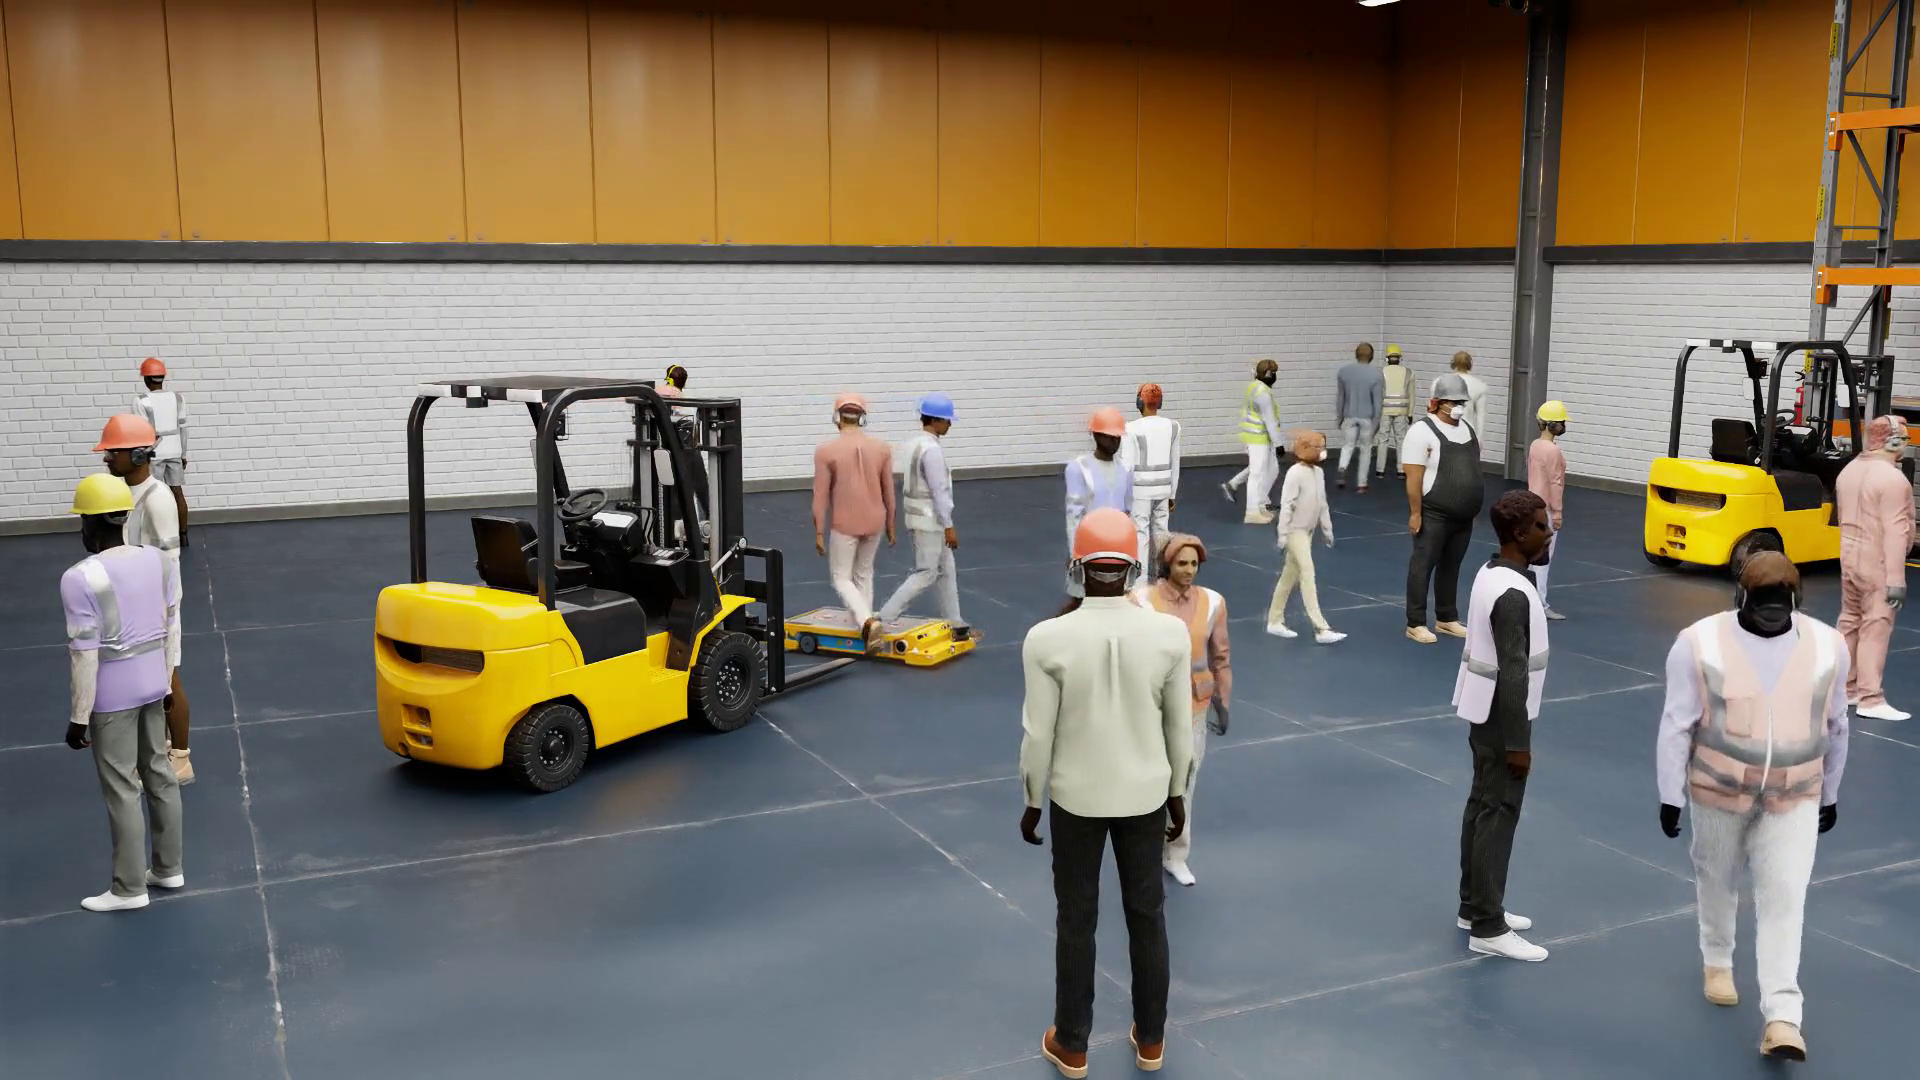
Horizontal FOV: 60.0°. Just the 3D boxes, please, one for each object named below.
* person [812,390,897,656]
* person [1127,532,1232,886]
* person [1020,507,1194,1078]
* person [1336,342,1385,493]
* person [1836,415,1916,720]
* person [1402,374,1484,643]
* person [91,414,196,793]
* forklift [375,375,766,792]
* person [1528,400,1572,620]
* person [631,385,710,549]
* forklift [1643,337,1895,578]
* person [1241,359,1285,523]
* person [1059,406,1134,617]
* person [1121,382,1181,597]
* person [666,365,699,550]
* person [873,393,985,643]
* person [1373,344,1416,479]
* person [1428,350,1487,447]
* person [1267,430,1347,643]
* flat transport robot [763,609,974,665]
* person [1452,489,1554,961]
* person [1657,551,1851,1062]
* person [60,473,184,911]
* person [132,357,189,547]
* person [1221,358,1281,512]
[{"bbox_3d":[-0.726,-0.093,11.956,0.673,1.945,0.742,-5,10,-28],"label":"person"},{"bbox_3d":[0.979,0.771,7.559,0.544,1.623,0.373,-3,10,-17],"label":"person"},{"bbox_3d":[0.505,0.877,5.783,0.608,1.996,0.380,-1,9,-8],"label":"person"},{"bbox_3d":[4.994,-1.521,20.871,0.632,1.926,0.622,6,11,33],"label":"person"},{"bbox_3d":[5.777,0.164,10.485,0.405,1.909,0.647,0,9,1],"label":"person"},{"bbox_3d":[3.696,-0.244,12.597,0.688,2.000,0.536,-6,11,-31],"label":"person"},{"bbox_3d":[-4.411,0.338,8.979,0.607,2.044,0.379,9,13,43],"label":"person"},{"bbox_3d":[-2.268,0.149,9.685,1.214,2.155,2.313,6,11,32],"label":"forklift"},{"bbox_3d":[4.741,-0.243,13.444,0.310,1.769,0.525,0,9,-1],"label":"person"},{"bbox_3d":[-2.197,-0.193,12.580,0.634,1.950,1.020,6,11,34],"label":"person"},{"bbox_3d":[7.551,-0.789,15.507,2.313,2.155,1.214,-4,10,-25],"label":"forklift"},{"bbox_3d":[3.382,-1.093,18.500,0.501,1.828,0.640,1,9,9],"label":"person"},{"bbox_3d":[0.911,0.029,11.333,0.562,1.915,0.849,-4,10,-26],"label":"person"},{"bbox_3d":[1.570,-0.371,13.877,0.577,1.883,0.353,-5,11,-29],"label":"person"},{"bbox_3d":[-2.825,-0.815,16.668,0.318,1.870,0.531,5,11,29],"label":"person"},{"bbox_3d":[-0.265,-0.138,12.336,0.848,1.914,0.612,-1,9,-5],"label":"person"},{"bbox_3d":[5.852,-1.733,22.515,0.601,1.828,0.404,1,9,5],"label":"person"},{"bbox_3d":[5.685,-1.215,19.020,0.638,1.915,0.776,1,9,5],"label":"person"},{"bbox_3d":[2.660,-0.022,12.521,0.785,1.598,0.527,7,11,36],"label":"person"},{"bbox_3d":[-0.680,0.694,12.256,1.431,0.197,0.652,5,10,27],"label":"flat transport robot"},{"bbox_3d":[2.234,0.744,6.849,0.392,1.918,0.591,1,9,9],"label":"person"},{"bbox_3d":[2.881,0.934,6.051,0.657,1.788,0.958,3,10,17],"label":"person"},{"bbox_3d":[-3.683,0.667,7.299,0.367,1.927,0.590,2,9,14],"label":"person"},{"bbox_3d":[-8.053,-0.864,16.755,0.350,1.941,0.545,6,11,34],"label":"person"},{"bbox_3d":[3.422,-1.222,19.408,0.653,1.809,0.606,3,10,18],"label":"person"}]
